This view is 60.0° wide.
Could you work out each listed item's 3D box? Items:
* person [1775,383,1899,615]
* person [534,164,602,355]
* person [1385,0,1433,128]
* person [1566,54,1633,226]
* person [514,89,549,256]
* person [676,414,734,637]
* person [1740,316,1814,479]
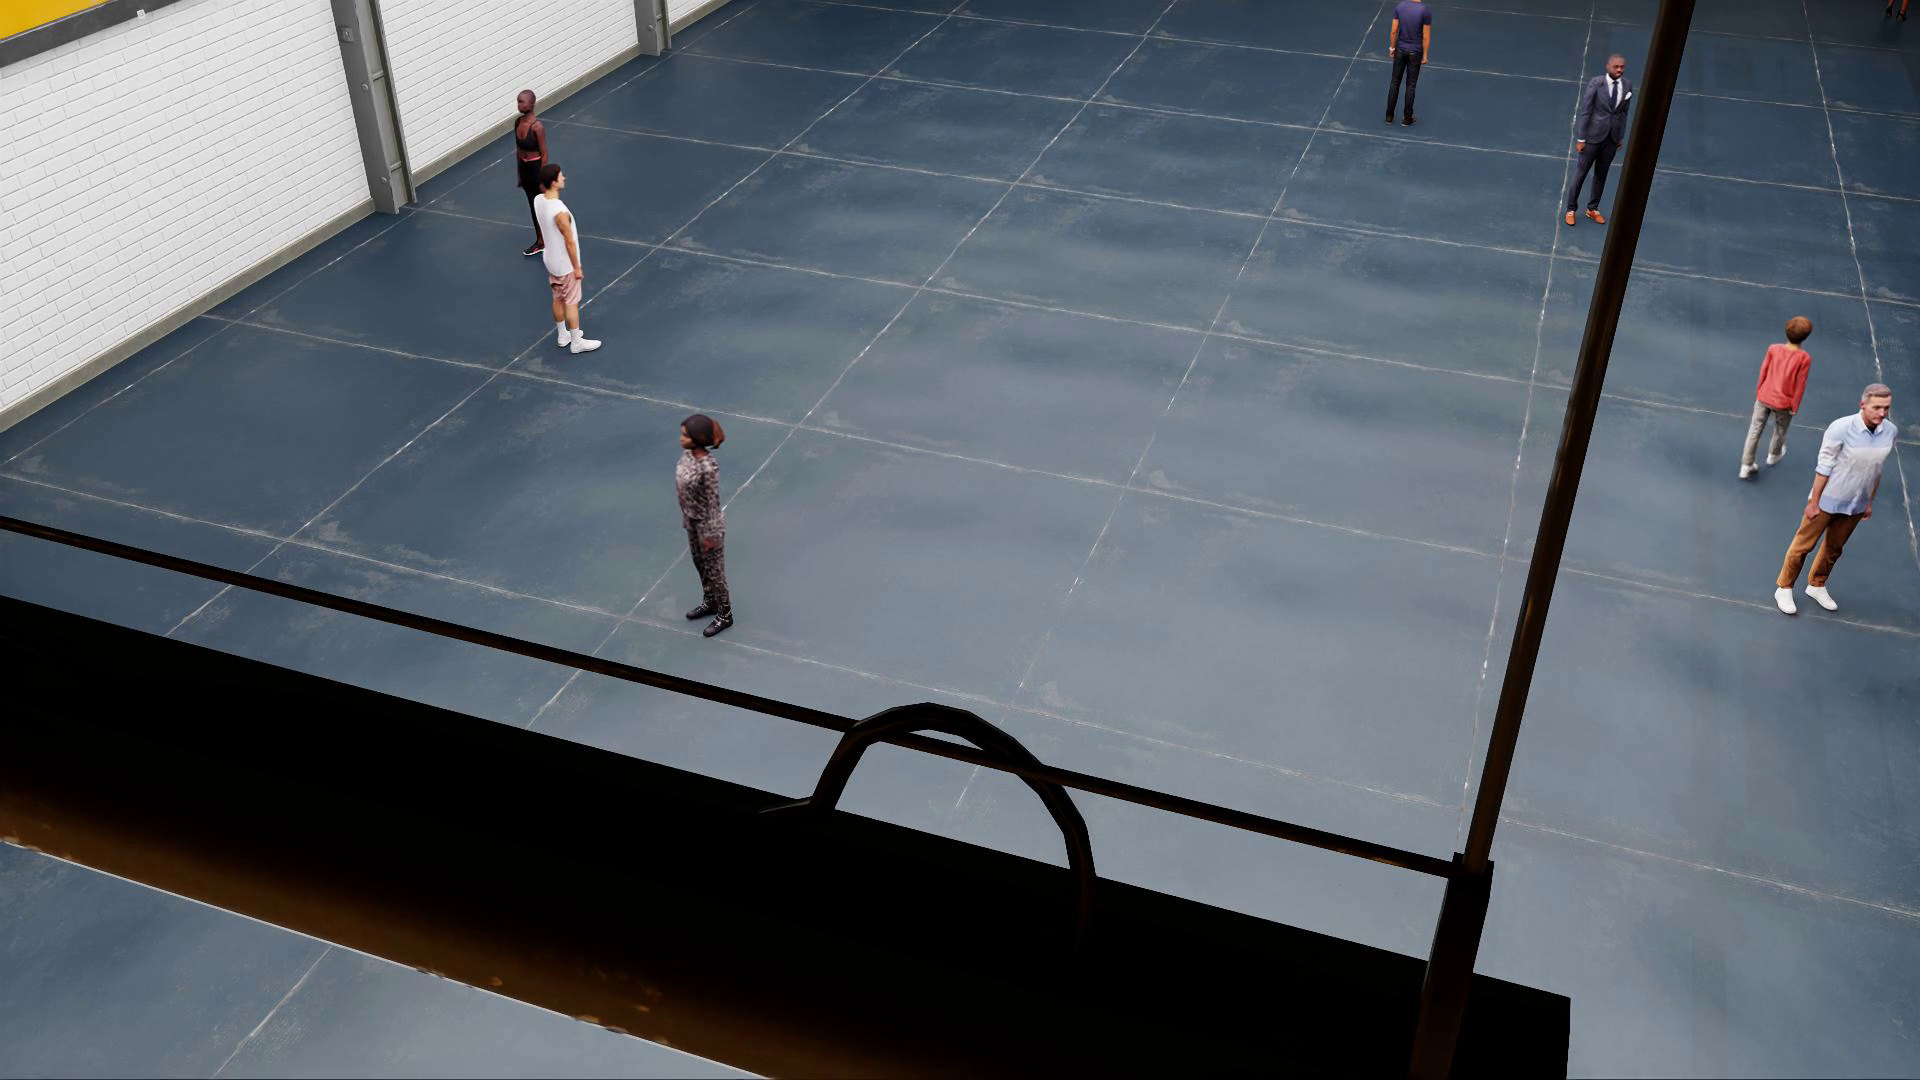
[{"bbox_3d":[6.246,-0.313,11.805,0.764,1.827,0.740,-4,34,-5],"label":"person"},{"bbox_3d":[-3.662,-2.577,15.245,0.725,1.789,0.724,-27,42,-34],"label":"person"},{"bbox_3d":[5.487,-5.984,20.368,0.674,1.793,0.579,17,37,24],"label":"person"},{"bbox_3d":[6.854,-4.304,17.813,0.790,1.824,0.776,-4,34,-6],"label":"person"},{"bbox_3d":[-4.336,-3.751,17.041,0.629,1.758,0.604,21,39,28],"label":"person"},{"bbox_3d":[-1.782,-0.116,11.612,0.729,1.713,0.683,-20,38,-27],"label":"person"},{"bbox_3d":[6.557,-1.122,13.409,0.724,1.399,0.894,27,42,35],"label":"person"}]
